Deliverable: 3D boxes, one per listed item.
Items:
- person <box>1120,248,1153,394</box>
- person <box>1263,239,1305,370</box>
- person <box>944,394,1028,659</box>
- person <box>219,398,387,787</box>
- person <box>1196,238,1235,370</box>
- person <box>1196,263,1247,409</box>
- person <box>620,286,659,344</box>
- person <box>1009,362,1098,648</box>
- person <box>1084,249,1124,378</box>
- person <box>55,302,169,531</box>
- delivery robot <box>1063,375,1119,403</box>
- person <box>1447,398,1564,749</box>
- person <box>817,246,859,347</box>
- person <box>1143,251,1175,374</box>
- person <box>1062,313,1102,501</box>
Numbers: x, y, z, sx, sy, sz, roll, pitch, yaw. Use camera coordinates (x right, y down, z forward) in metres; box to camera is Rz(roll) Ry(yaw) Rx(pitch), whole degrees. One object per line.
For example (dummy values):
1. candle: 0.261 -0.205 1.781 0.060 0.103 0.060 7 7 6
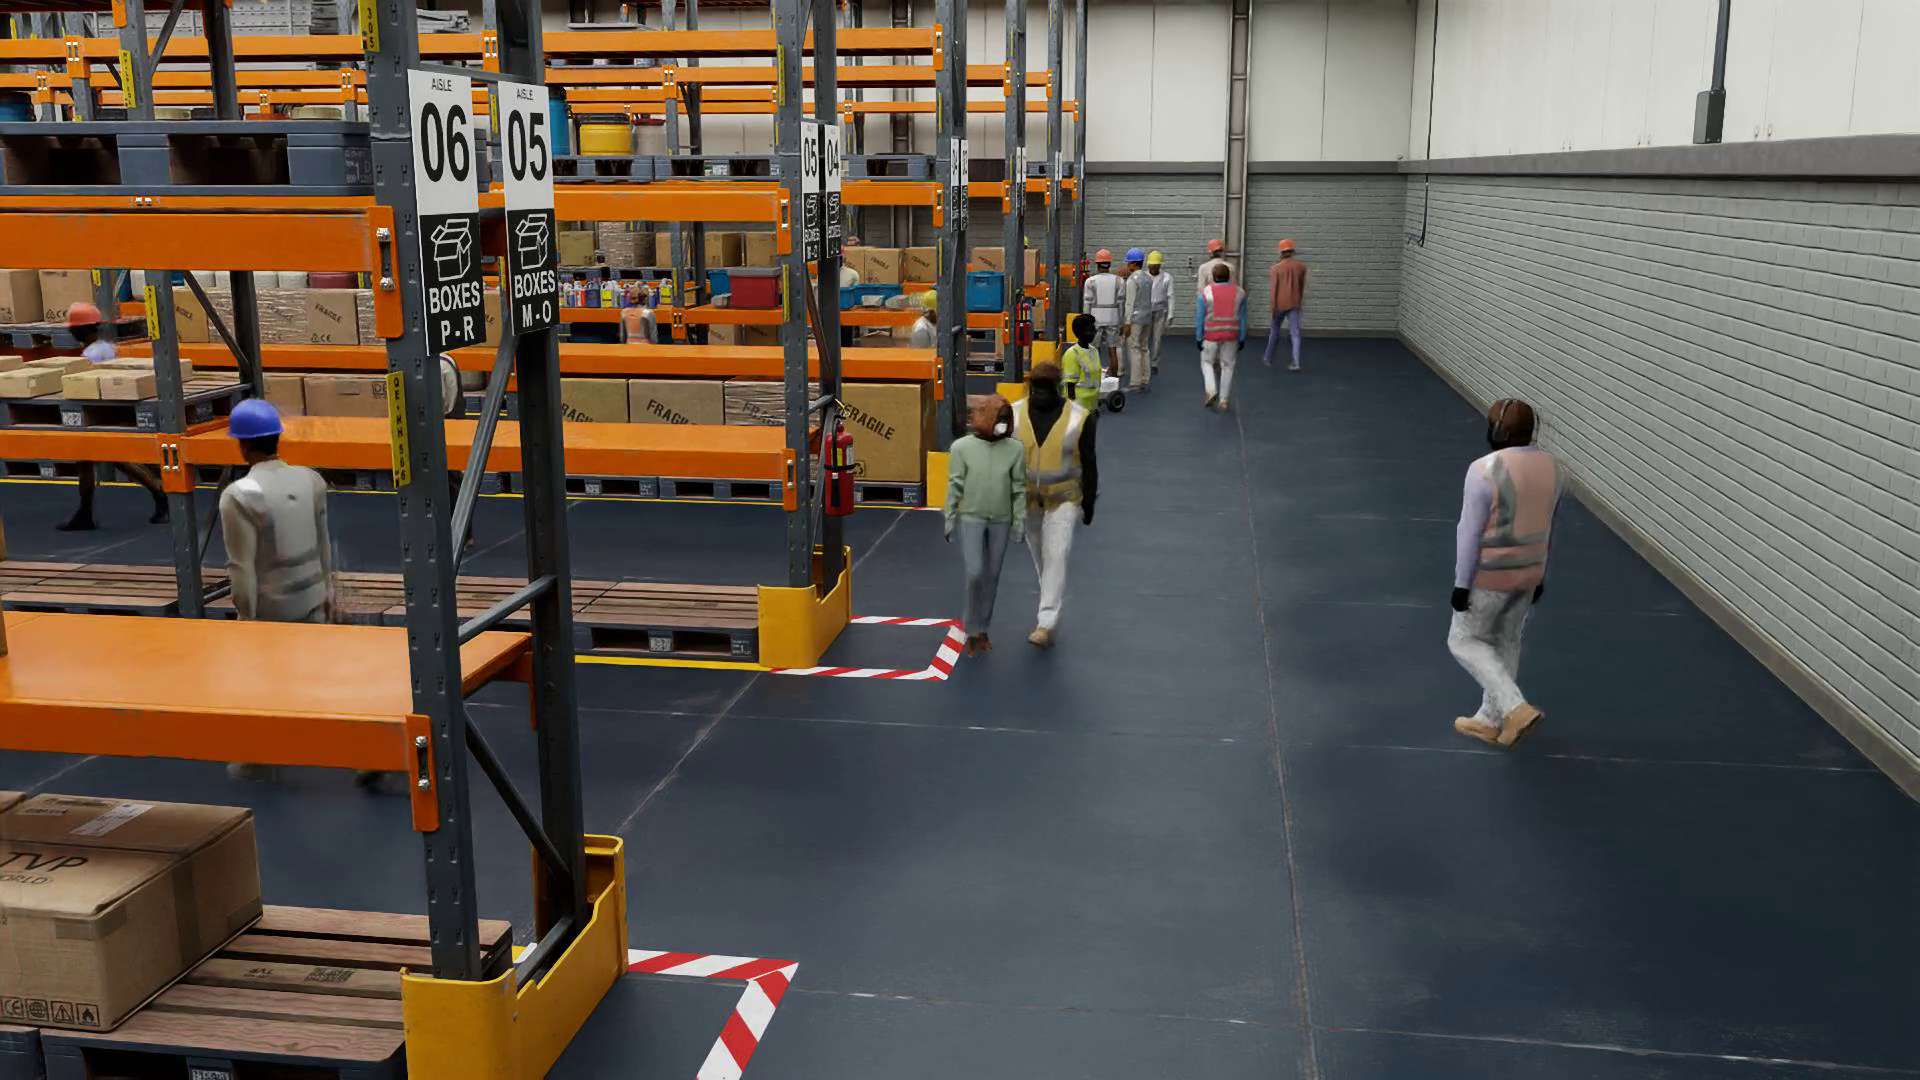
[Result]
1. person: 2.377 -2.949 22.418 0.410 1.939 0.606 8 15 32
2. person: 4.941 -3.562 25.186 0.615 1.947 1.012 -3 13 -12
3. person: 0.186 -0.081 10.191 0.522 1.608 0.566 -4 13 -16
4. person: -3.173 0.279 7.920 0.882 1.918 0.625 6 14 24
5. person: 3.830 -3.512 24.884 0.616 1.980 0.495 -4 13 -16
6. person: 3.266 -2.538 20.825 0.650 1.830 0.429 0 12 -1
7. person: -3.761 -2.165 19.566 0.513 1.638 0.313 6 14 25
8. person: 0.554 -0.254 10.622 0.618 1.790 0.982 4 13 18
9. person: 1.927 -2.932 22.375 0.549 1.928 0.388 0 12 -2
10. person: -7.080 -1.028 13.813 0.900 1.912 0.542 -3 13 -12
11. delivery robot: 1.618 -1.899 20.612 0.707 0.478 0.477 -8 15 -33
12. person: 2.790 0.192 8.486 0.645 1.830 0.536 -7 14 -29
13. person: -1.685 -3.086 22.911 0.622 1.991 0.389 1 13 6
14. person: 2.825 -3.302 24.288 0.608 1.807 0.656 1 13 6
15. person: 1.114 -1.211 15.123 0.318 1.697 0.535 7 14 29
